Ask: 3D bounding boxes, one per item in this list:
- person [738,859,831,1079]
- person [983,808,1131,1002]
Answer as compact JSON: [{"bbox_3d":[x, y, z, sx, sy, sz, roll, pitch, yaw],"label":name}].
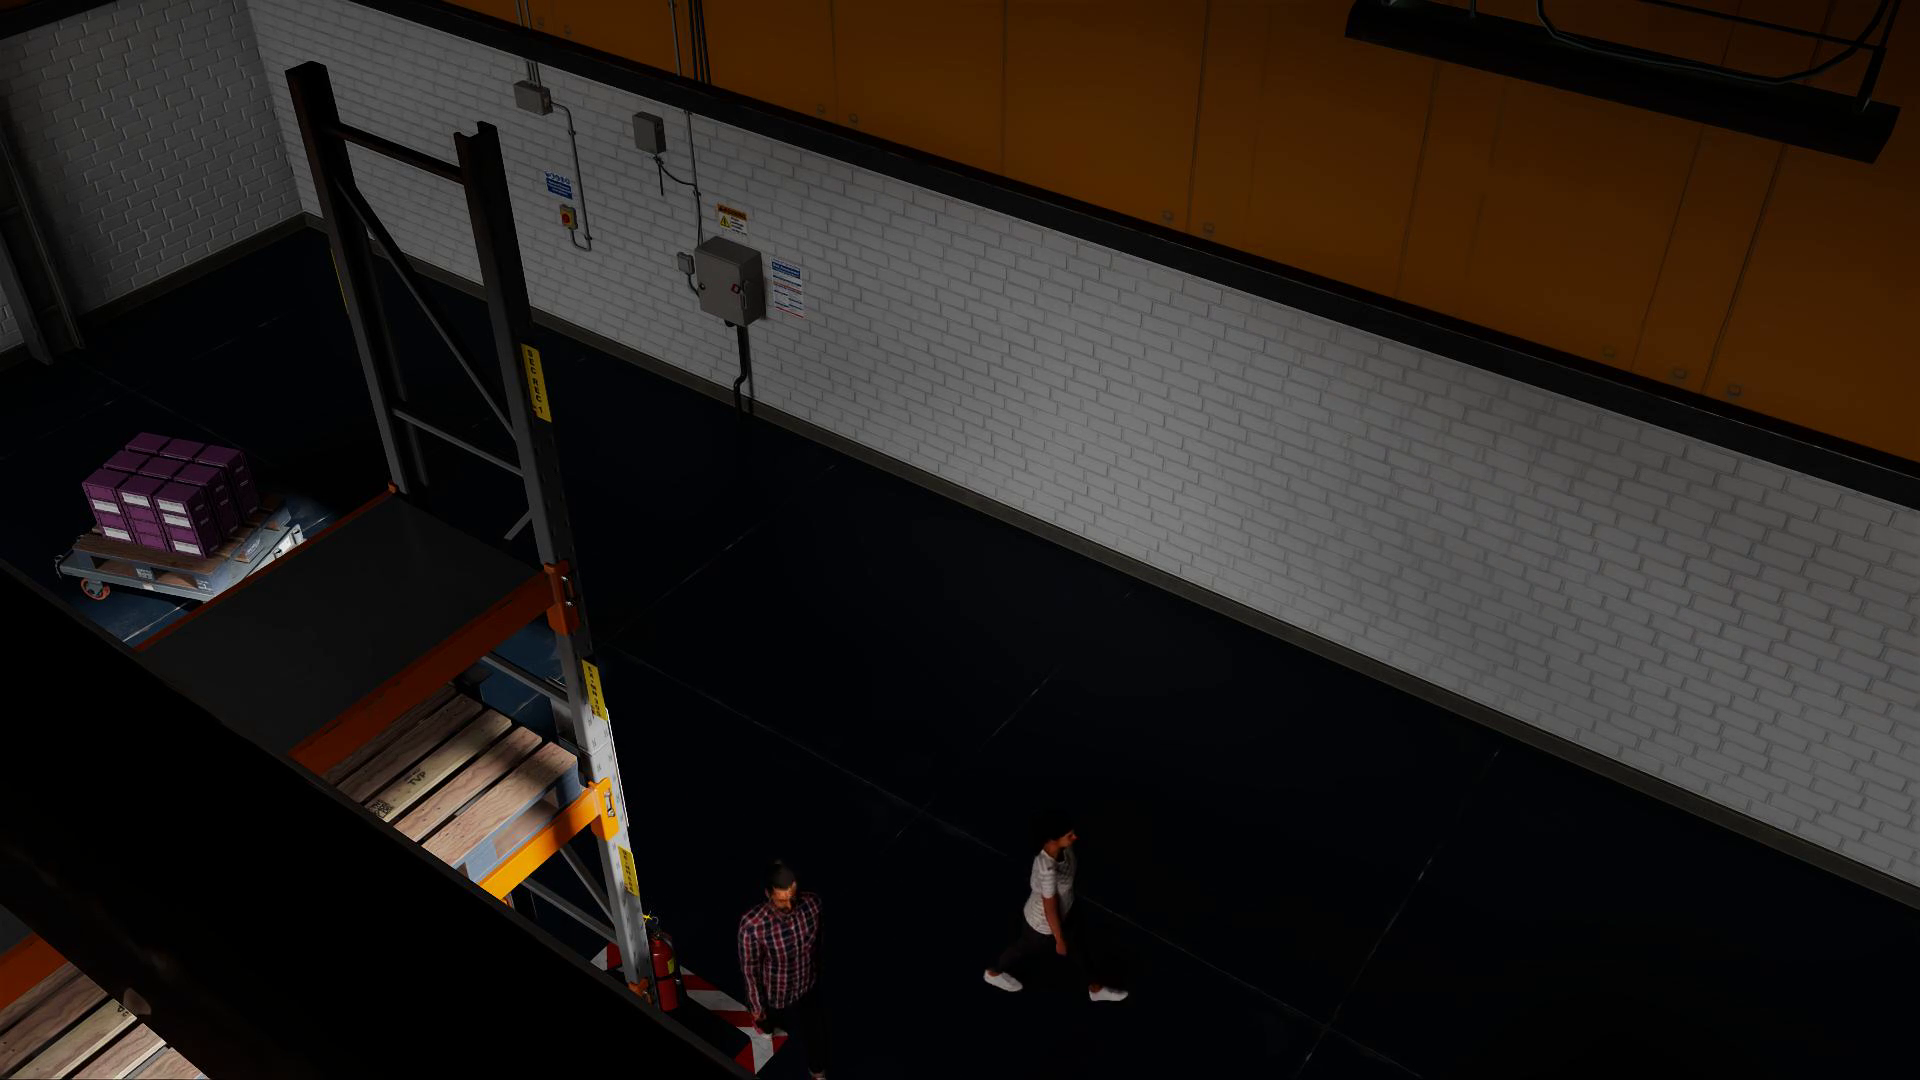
[{"bbox_3d":[-0.997,2.367,9.187,1.134,1.750,1.038,-19,42,-22],"label":"person"},{"bbox_3d":[0.428,2.137,9.601,0.912,1.593,1.124,10,40,12],"label":"person"}]
